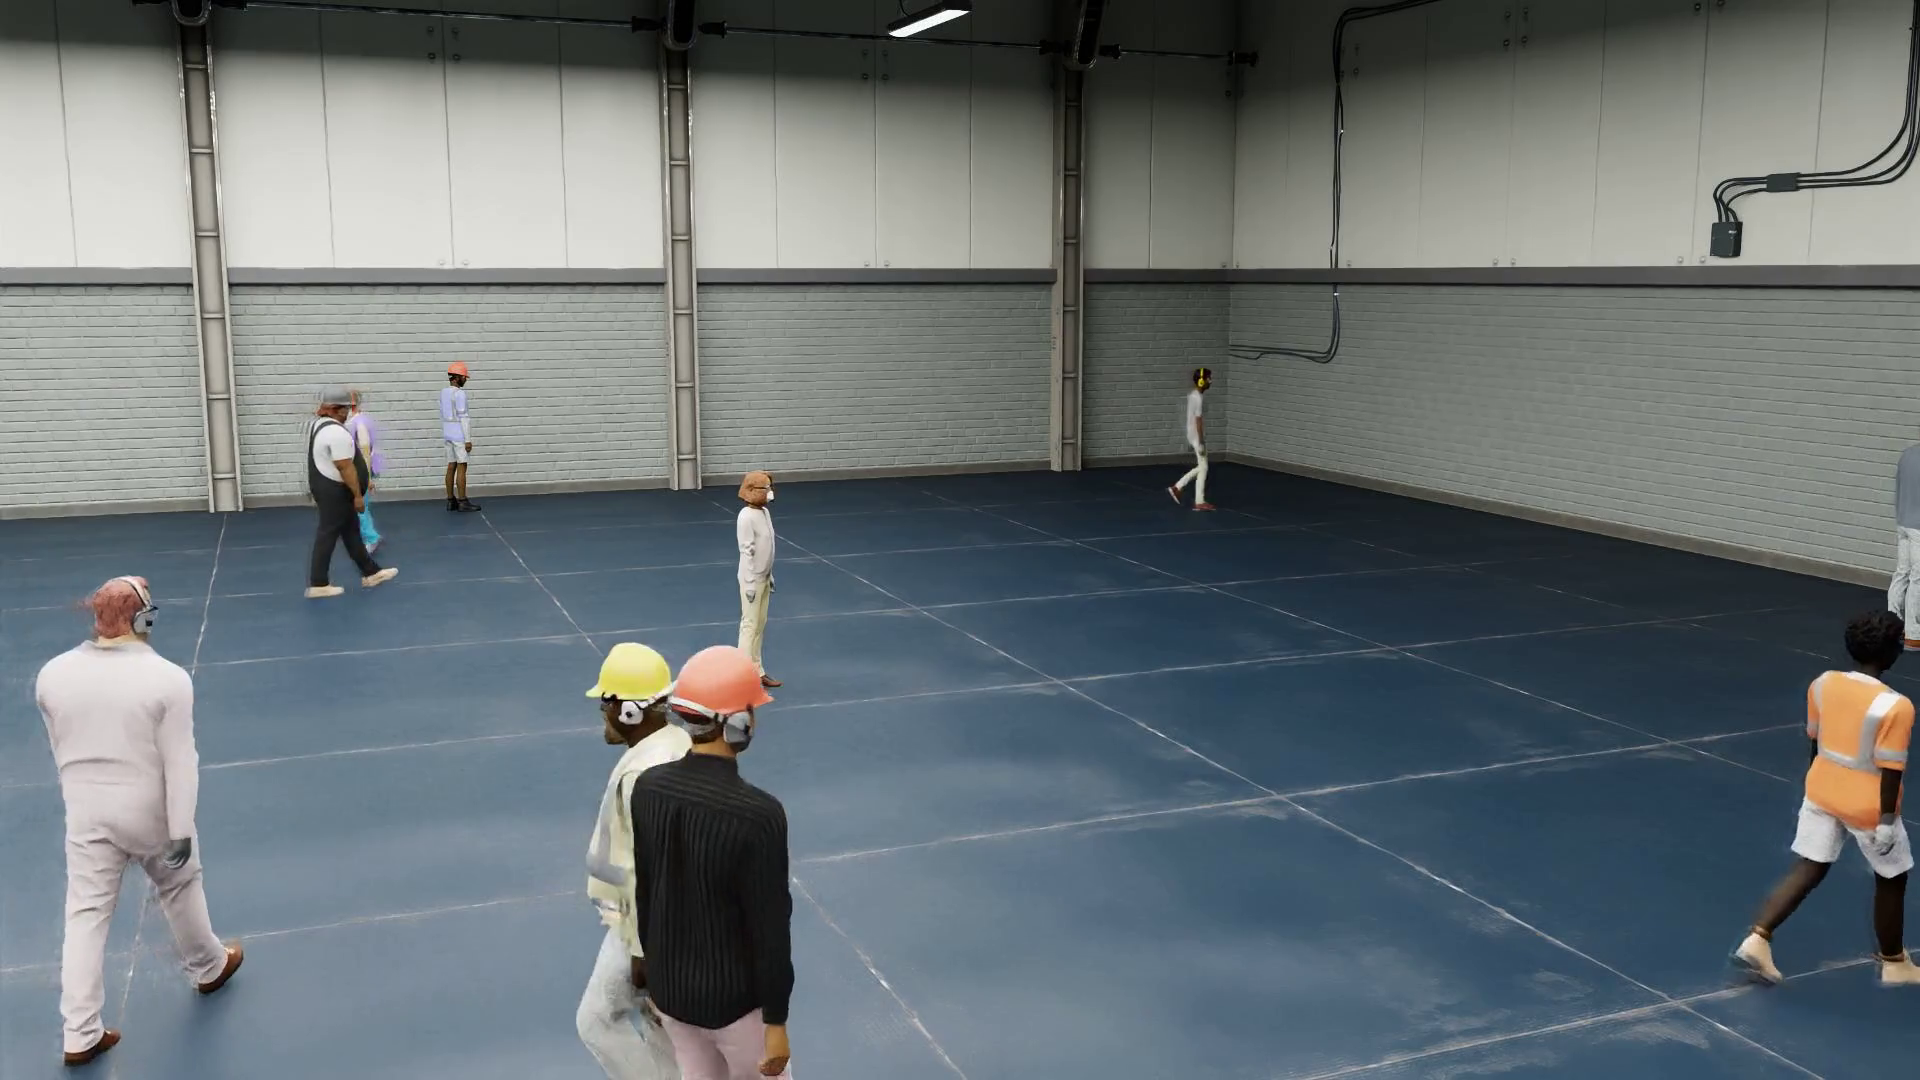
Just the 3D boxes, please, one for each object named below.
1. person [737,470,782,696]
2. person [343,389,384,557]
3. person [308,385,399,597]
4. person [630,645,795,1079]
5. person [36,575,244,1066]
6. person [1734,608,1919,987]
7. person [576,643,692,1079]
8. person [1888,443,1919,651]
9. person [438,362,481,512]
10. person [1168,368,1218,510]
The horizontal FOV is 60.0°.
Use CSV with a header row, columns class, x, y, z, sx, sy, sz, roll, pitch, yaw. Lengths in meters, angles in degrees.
class,x,y,z,sx,sy,sz,roll,pitch,yaw
person,-1.463,0.305,12.074,0.279,1.634,0.499,2,9,11
person,-6.468,-0.710,17.866,0.449,1.824,0.583,-5,10,-29
person,-5.822,-0.499,15.847,0.972,2.000,0.701,-6,11,-33
person,-0.735,1.291,4.788,0.637,1.980,0.561,7,12,38
person,-3.301,1.059,6.653,0.640,1.855,0.999,0,9,1
person,3.735,1.102,7.012,0.856,1.668,0.537,-3,9,-17
person,-1.068,1.241,5.628,0.447,1.814,0.615,0,9,2
person,7.801,-0.072,13.488,0.353,1.937,0.635,0,9,3
person,-6.438,-1.321,21.369,0.542,1.927,0.374,8,12,41
person,3.035,-1.293,21.430,0.533,1.851,0.541,0,9,-1
